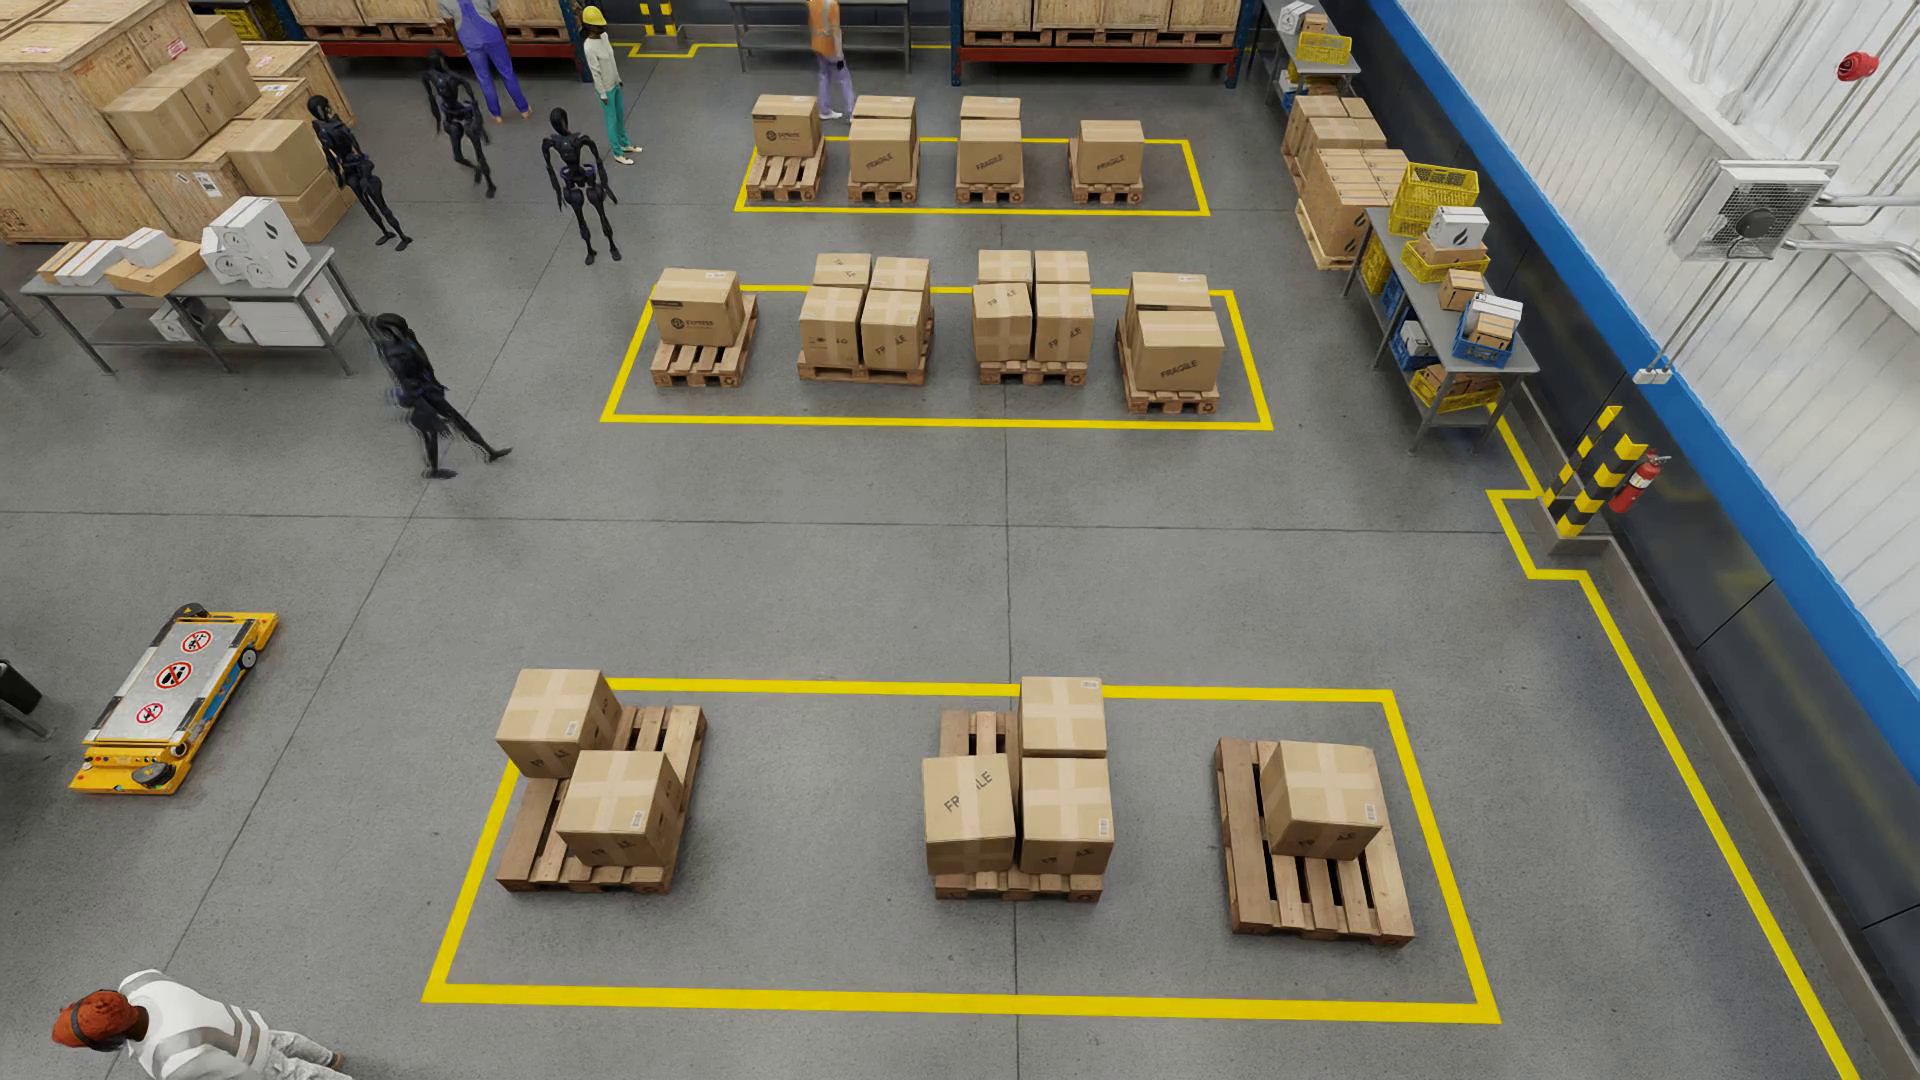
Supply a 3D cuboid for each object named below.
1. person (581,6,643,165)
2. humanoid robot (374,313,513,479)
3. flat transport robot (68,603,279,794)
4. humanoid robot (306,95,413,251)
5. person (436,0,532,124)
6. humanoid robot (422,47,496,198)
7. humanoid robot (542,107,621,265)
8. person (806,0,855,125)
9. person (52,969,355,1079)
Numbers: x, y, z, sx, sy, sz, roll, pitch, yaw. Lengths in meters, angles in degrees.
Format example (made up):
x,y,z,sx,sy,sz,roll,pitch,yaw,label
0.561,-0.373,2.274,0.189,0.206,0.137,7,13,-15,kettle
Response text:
x,y,z,sx,sy,sz,roll,pitch,yaw,label
-4.185,-5.442,10.991,0.327,1.765,0.532,6,50,5,person
-4.299,-1.143,7.437,0.759,1.624,0.621,-4,50,-3,humanoid robot
-5.504,1.072,6.442,0.652,0.197,1.431,1,50,1,flat transport robot
-6.408,-3.873,9.718,0.572,1.652,0.318,17,52,14,humanoid robot
-6.054,-6.361,11.590,0.680,2.000,0.537,-16,52,-13,person
-5.726,-4.783,10.494,0.652,1.647,0.580,-1,50,-1,humanoid robot
-3.920,-3.664,9.538,0.603,1.653,0.316,-10,50,-8,humanoid robot
-1.611,-6.265,11.600,0.584,1.896,0.508,33,57,25,person
-3.401,2.409,4.270,0.572,1.884,0.360,32,57,24,person
